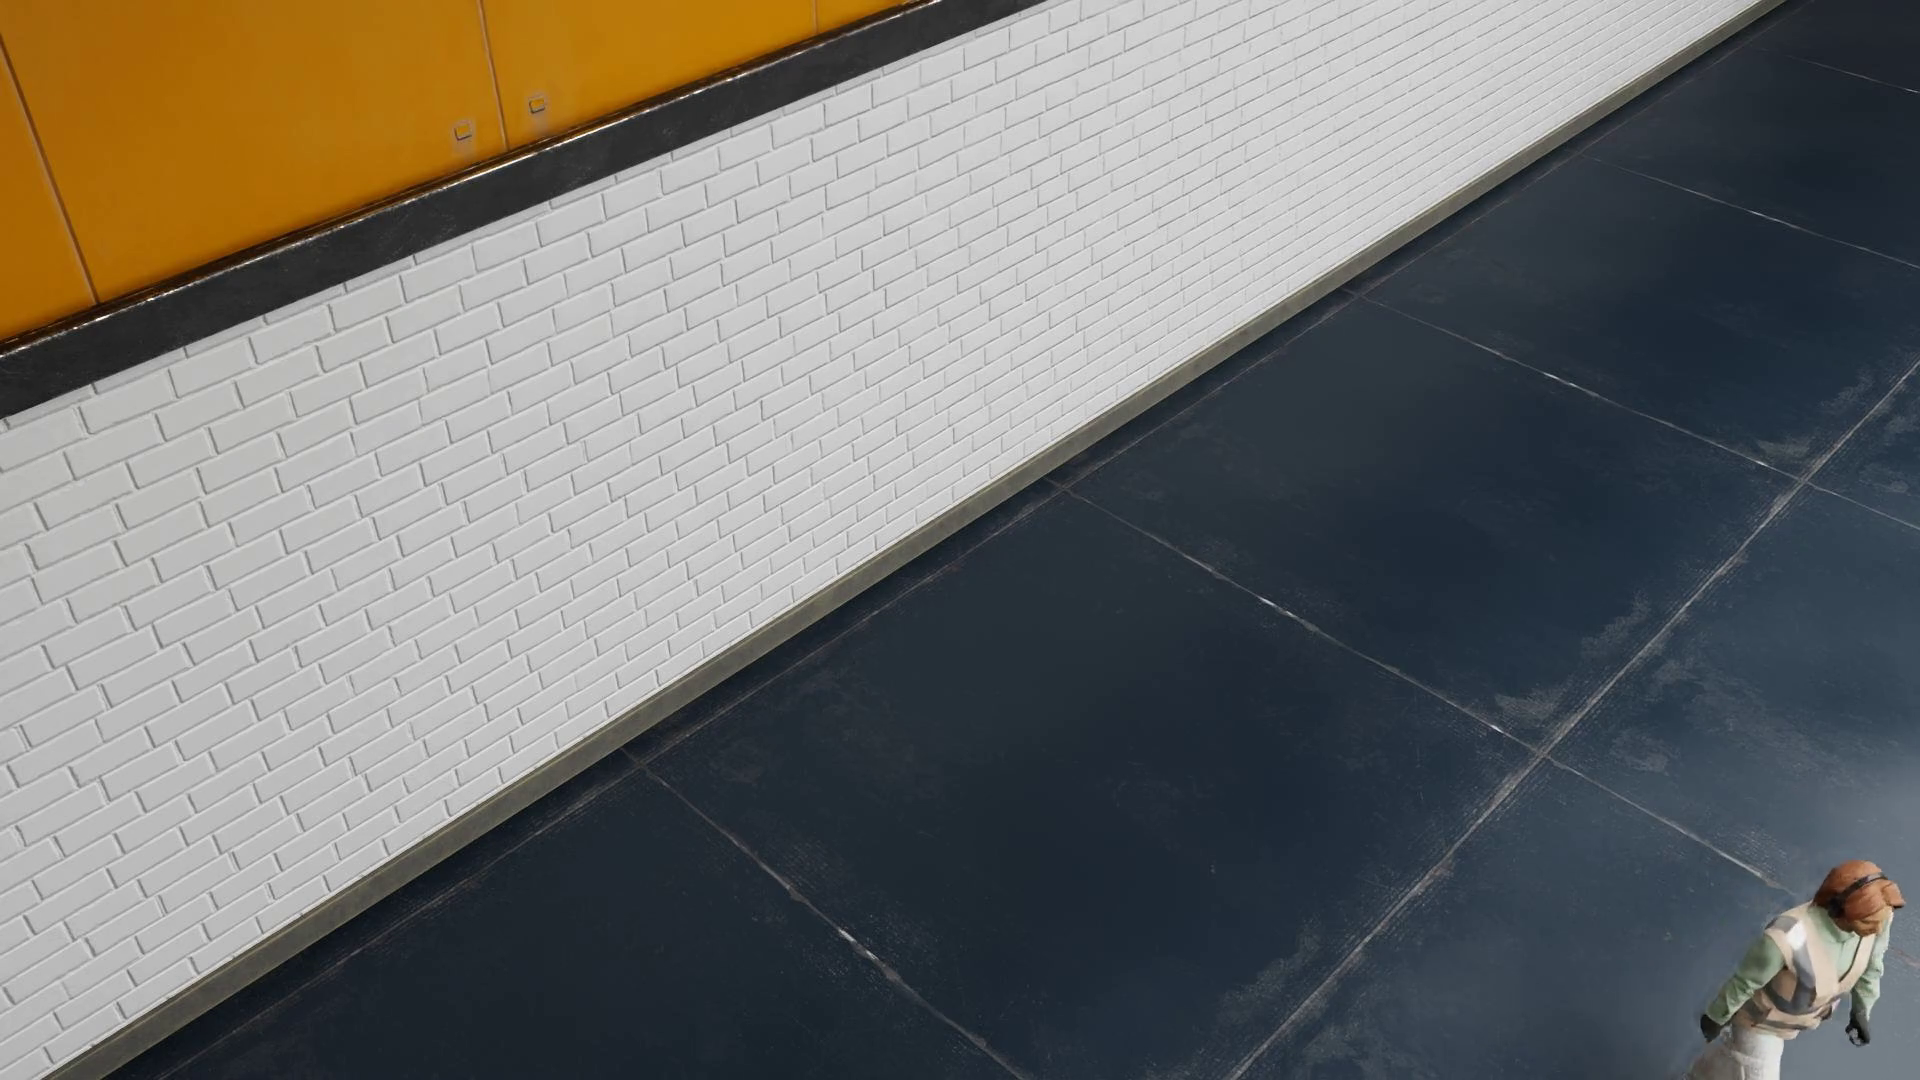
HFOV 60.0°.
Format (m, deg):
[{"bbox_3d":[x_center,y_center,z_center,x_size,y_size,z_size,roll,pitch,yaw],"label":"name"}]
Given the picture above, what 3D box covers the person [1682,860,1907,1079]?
[{"bbox_3d":[2.885,1.686,5.731,0.532,1.610,0.691,-16,42,-19],"label":"person"}]
